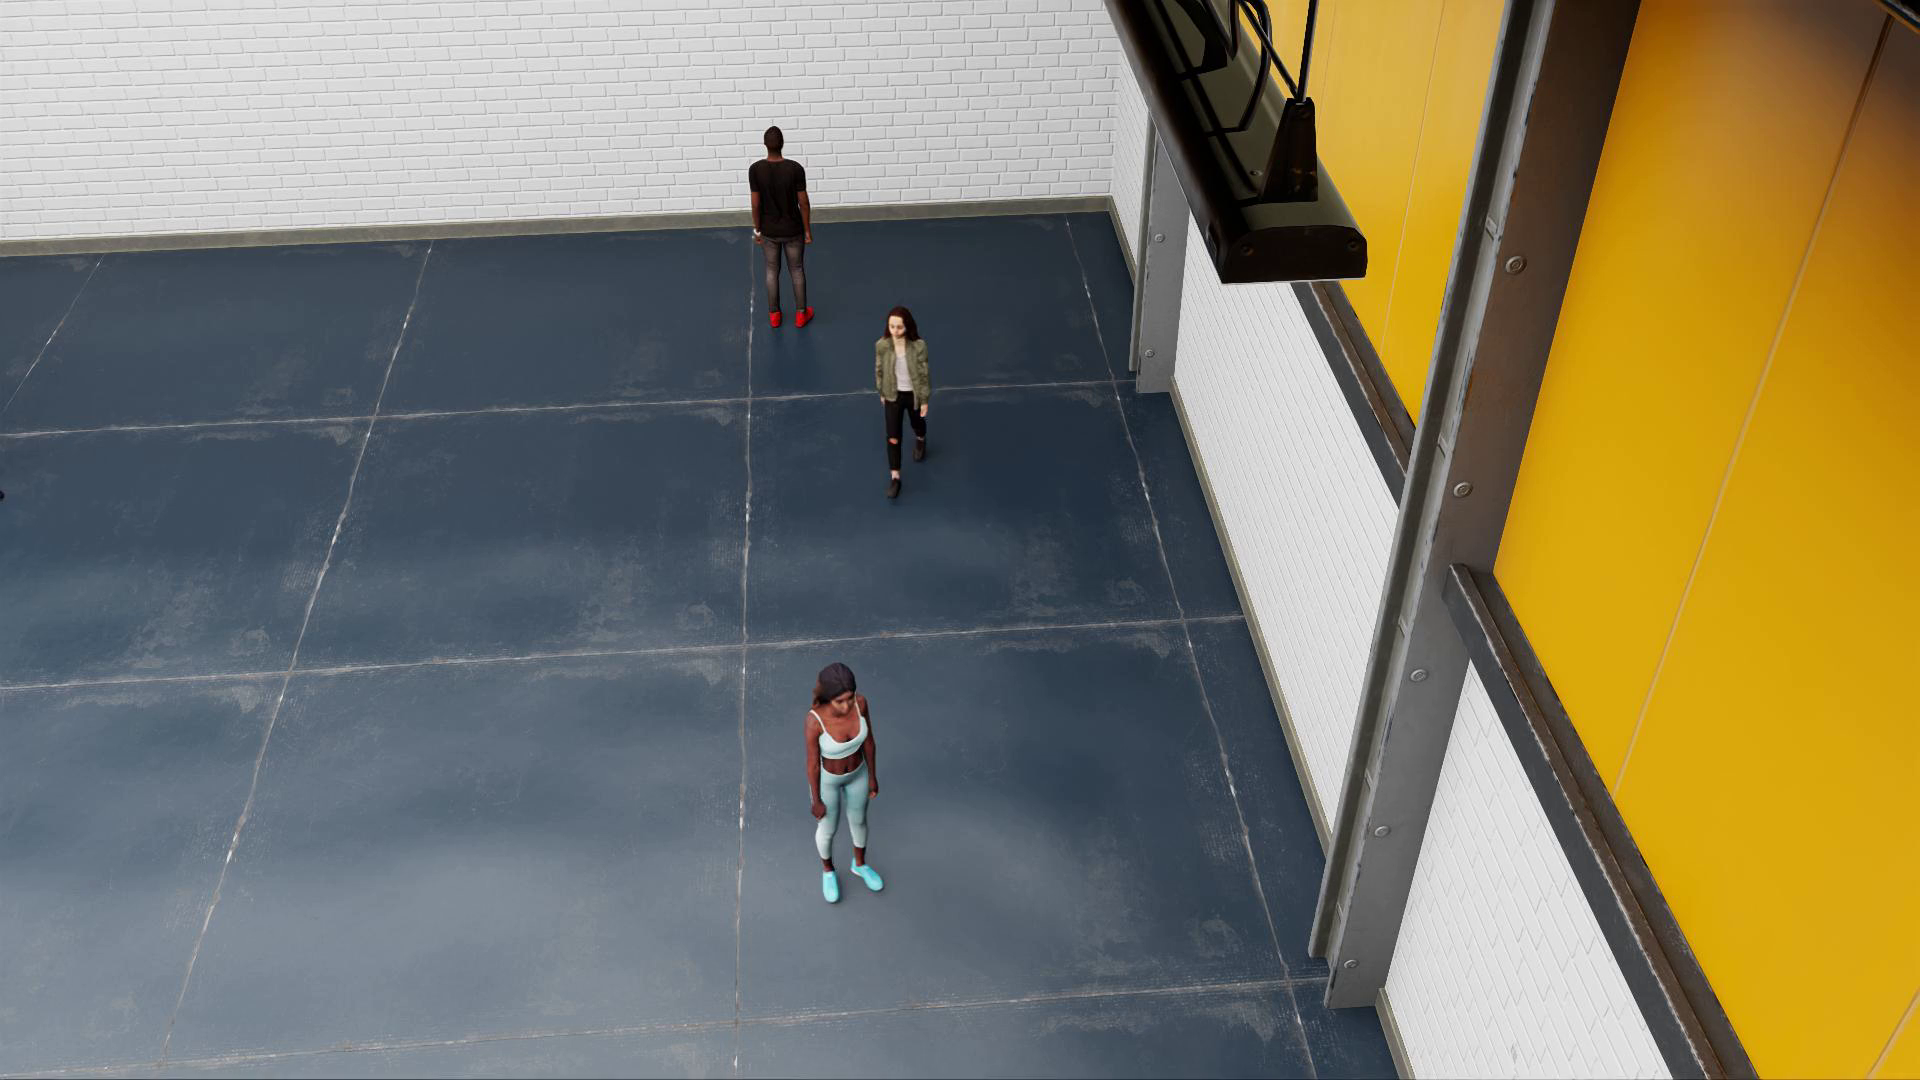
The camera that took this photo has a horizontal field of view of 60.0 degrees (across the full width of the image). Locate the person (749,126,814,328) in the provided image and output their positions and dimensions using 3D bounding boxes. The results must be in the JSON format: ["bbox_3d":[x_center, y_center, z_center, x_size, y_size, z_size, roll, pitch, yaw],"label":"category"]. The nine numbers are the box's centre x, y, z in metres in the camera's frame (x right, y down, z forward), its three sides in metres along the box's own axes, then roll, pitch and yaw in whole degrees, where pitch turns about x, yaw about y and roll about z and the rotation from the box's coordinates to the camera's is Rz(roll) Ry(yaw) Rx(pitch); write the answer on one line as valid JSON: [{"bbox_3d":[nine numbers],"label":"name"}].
[{"bbox_3d":[-1.498,-2.615,13.943,0.656,1.805,0.557,1,39,1],"label":"person"}]

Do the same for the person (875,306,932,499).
[{"bbox_3d":[-0.385,-1.094,12.326,0.708,1.446,1.025,4,39,5],"label":"person"}]

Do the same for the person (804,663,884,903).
[{"bbox_3d":[-0.655,1.310,9.094,0.639,1.724,0.652,-20,43,-23],"label":"person"}]
